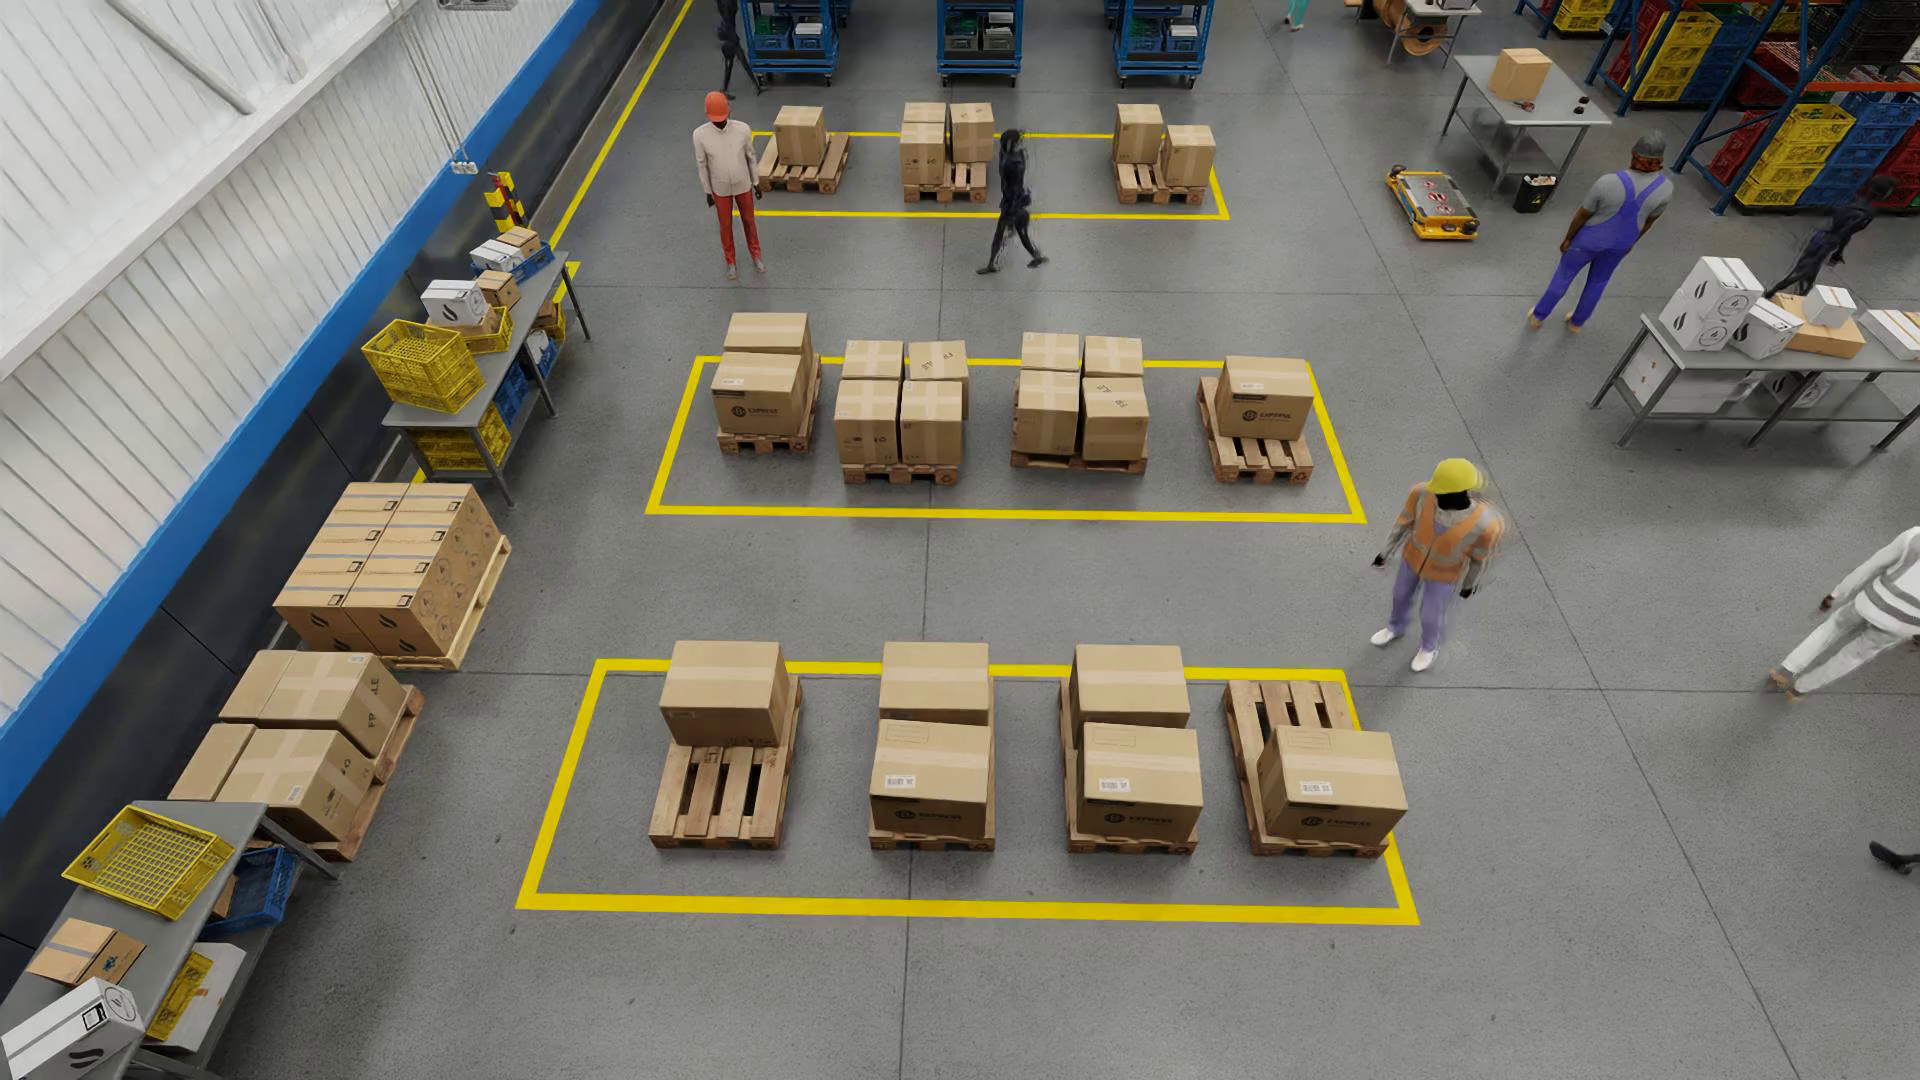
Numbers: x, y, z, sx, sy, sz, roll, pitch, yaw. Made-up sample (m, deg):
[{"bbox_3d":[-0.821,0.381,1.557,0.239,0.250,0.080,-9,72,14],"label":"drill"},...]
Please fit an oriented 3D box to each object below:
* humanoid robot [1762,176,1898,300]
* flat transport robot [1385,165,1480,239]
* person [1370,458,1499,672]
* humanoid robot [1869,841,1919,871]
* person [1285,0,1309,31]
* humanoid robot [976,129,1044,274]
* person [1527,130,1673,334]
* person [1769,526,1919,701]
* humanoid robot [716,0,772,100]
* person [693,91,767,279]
[{"bbox_3d":[8.531,-2.770,9.022,0.739,1.630,0.607,34,57,26],"label":"humanoid robot"},{"bbox_3d":[5.692,-4.094,11.059,0.652,0.197,1.431,1,49,1],"label":"flat transport robot"},{"bbox_3d":[3.220,0.165,6.324,0.465,1.875,0.639,-34,57,-26],"label":"person"},{"bbox_3d":[6.167,1.579,5.251,0.743,1.630,0.621,24,53,19],"label":"humanoid robot"},{"bbox_3d":[5.452,-8.875,14.229,0.371,1.748,0.537,-35,58,-27],"label":"person"},{"bbox_3d":[0.600,-3.563,9.730,0.791,1.637,0.606,-23,53,-18],"label":"humanoid robot"},{"bbox_3d":[6.258,-2.980,8.942,0.681,2.000,0.535,12,50,10],"label":"person"},{"bbox_3d":[6.163,0.464,6.080,0.418,1.865,0.579,-27,54,-21],"label":"person"},{"bbox_3d":[-3.101,-6.895,12.591,0.777,1.622,0.617,3,49,3],"label":"humanoid robot"},{"bbox_3d":[-2.380,-3.691,9.596,0.610,1.982,0.405,-16,51,-13],"label":"person"}]
